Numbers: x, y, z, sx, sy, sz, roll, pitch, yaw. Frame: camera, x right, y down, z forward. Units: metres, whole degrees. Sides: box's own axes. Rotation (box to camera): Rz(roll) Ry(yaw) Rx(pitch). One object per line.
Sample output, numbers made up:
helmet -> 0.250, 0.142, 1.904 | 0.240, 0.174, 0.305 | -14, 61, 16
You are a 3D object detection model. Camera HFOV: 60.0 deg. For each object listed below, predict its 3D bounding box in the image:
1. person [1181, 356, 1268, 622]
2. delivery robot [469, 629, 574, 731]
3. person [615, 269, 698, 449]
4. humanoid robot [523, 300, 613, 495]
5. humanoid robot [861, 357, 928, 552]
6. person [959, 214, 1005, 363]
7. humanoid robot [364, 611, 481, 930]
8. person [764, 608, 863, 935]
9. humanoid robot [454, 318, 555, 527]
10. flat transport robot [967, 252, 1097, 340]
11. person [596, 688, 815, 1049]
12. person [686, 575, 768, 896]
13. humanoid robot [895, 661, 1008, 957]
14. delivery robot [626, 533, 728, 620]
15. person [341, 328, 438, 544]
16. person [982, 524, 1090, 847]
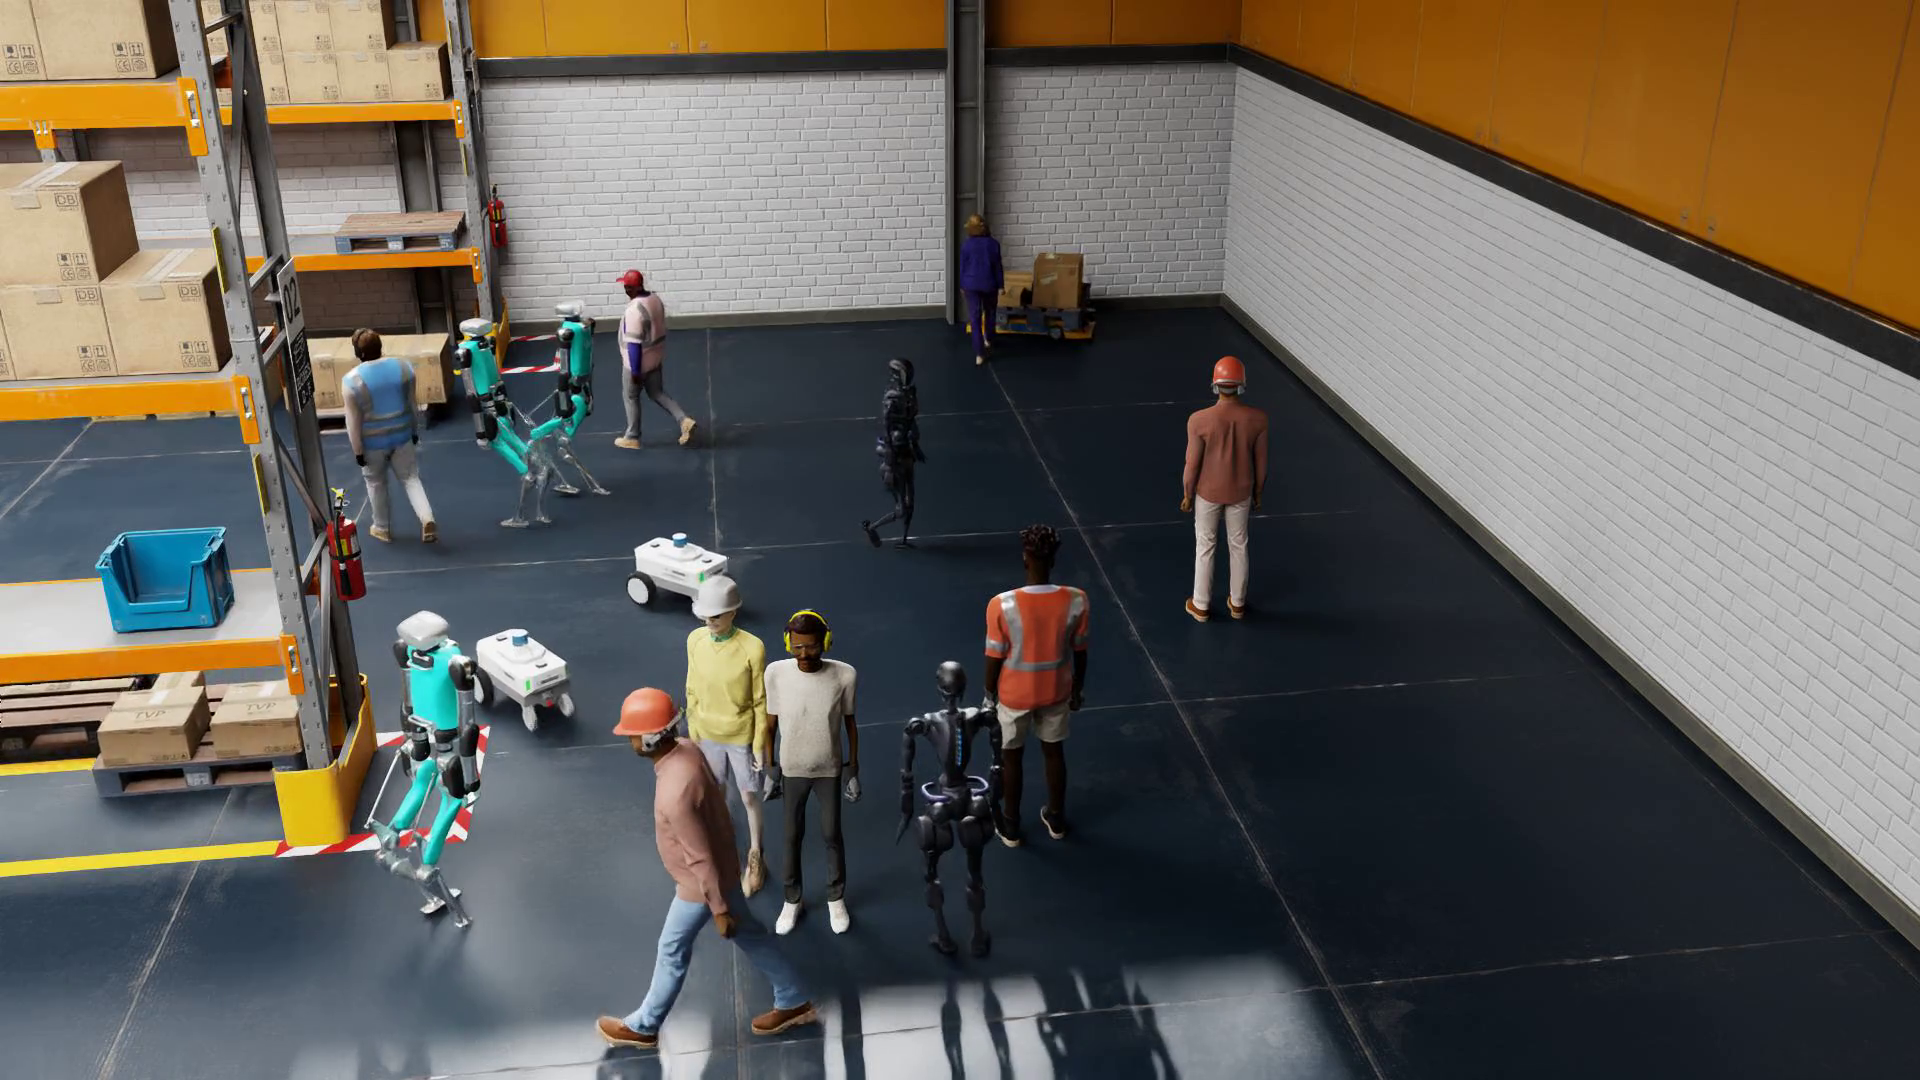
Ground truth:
person -> 1.906, -0.362, 12.080 | 0.622, 1.990, 0.388 | -3, 24, -8
delivery robot -> -2.904, 0.880, 11.042 | 0.499, 0.600, 0.804 | -21, 31, -39
person -> -2.863, -1.658, 15.357 | 0.725, 1.727, 0.615 | 10, 25, 21
humanoid robot -> -3.418, -1.187, 14.266 | 0.821, 1.774, 0.562 | 6, 24, 13
humanoid robot -> -0.536, -0.686, 13.223 | 0.458, 1.640, 0.613 | 9, 25, 20
person -> 0.235, -2.768, 18.072 | 0.496, 1.563, 0.839 | -1, 24, -3
humanoid robot -> -2.824, 1.288, 8.654 | 0.536, 1.812, 0.674 | 14, 27, 29
person -> -0.766, 1.210, 8.647 | 0.518, 1.873, 0.328 | 0, 24, -1
humanoid robot -> -3.650, -0.917, 13.717 | 0.843, 1.817, 0.561 | 5, 24, 11
flat transport robot -> 0.834, -2.517, 19.130 | 1.431, 0.231, 0.659 | 4, 24, 9
person -> -1.209, 1.566, 7.797 | 1.060, 1.909, 0.647 | 0, 24, -1
person -> -1.250, 1.046, 9.000 | 0.474, 1.892, 0.384 | 7, 25, 15
humanoid robot -> -0.038, 1.388, 8.483 | 0.600, 1.639, 0.348 | -8, 25, -17
delivery robot -> -2.103, 0.244, 12.501 | 0.808, 0.607, 0.499 | 15, 28, 30
person -> -4.566, -0.802, 13.288 | 0.621, 1.822, 0.737 | -20, 30, -37
person -> 0.425, 0.838, 9.395 | 0.615, 1.956, 0.374 | -7, 25, -16
